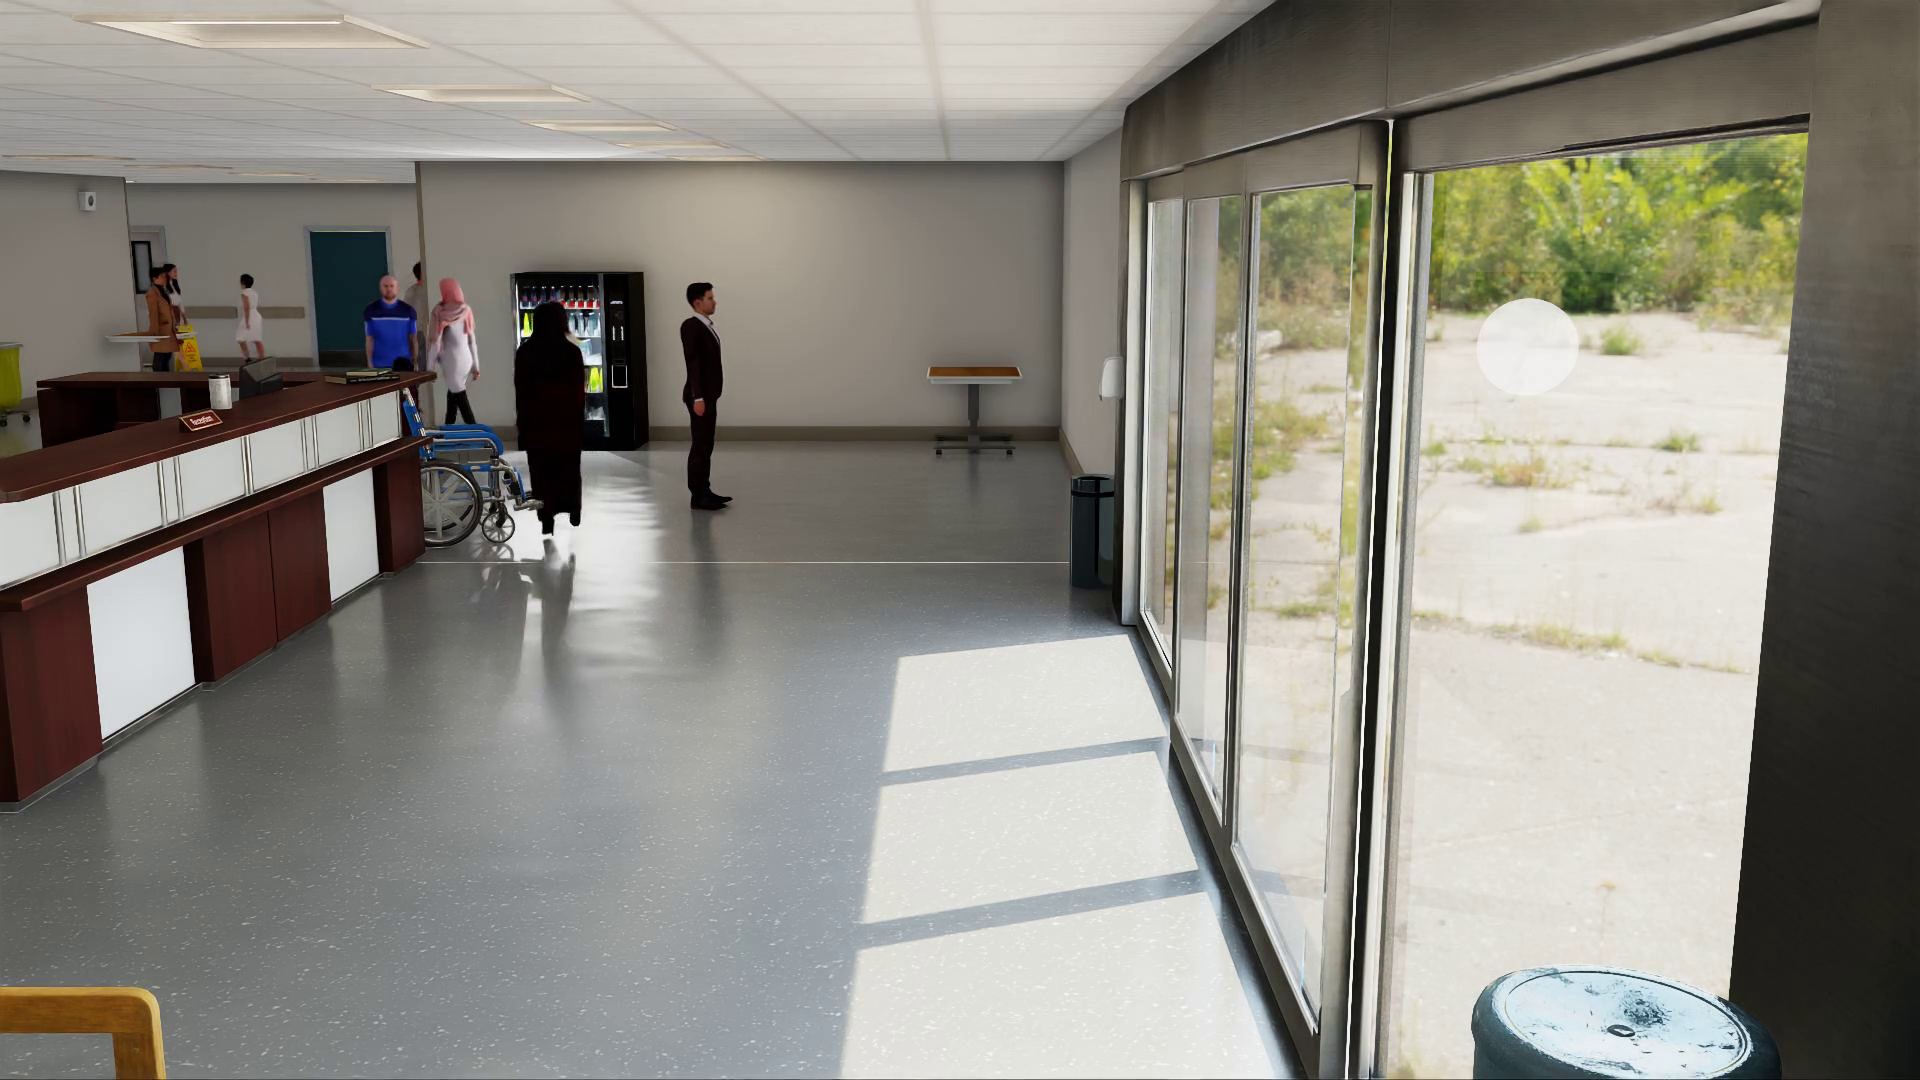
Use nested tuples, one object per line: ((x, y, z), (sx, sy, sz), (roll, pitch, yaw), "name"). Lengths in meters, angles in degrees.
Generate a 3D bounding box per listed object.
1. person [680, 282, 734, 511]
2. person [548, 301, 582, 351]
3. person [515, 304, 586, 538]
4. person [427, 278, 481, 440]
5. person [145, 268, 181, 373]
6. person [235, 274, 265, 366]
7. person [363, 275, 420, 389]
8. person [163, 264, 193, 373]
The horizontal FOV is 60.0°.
((-2.144, -1.201, 13.797), (0.573, 1.865, 0.669), (0, 11, 1), "person")
((-3.485, -1.215, 14.433), (1.056, 1.658, 1.004), (-6, 13, -31), "person")
((-3.023, -0.863, 12.356), (0.799, 1.740, 0.859), (-4, 12, -21), "person")
((-5.024, -1.720, 16.801), (1.169, 1.767, 1.010), (7, 13, 33), "person")
((-11.131, -2.930, 23.172), (0.597, 1.726, 0.629), (0, 11, 1), "person")
((-11.363, -3.506, 26.827), (0.685, 1.538, 0.650), (3, 11, 14), "person")
((-5.770, -1.767, 16.882), (0.670, 1.828, 0.805), (-3, 11, -16), "person")
((-11.985, -3.287, 25.143), (0.826, 1.734, 0.658), (1, 11, 6), "person")
